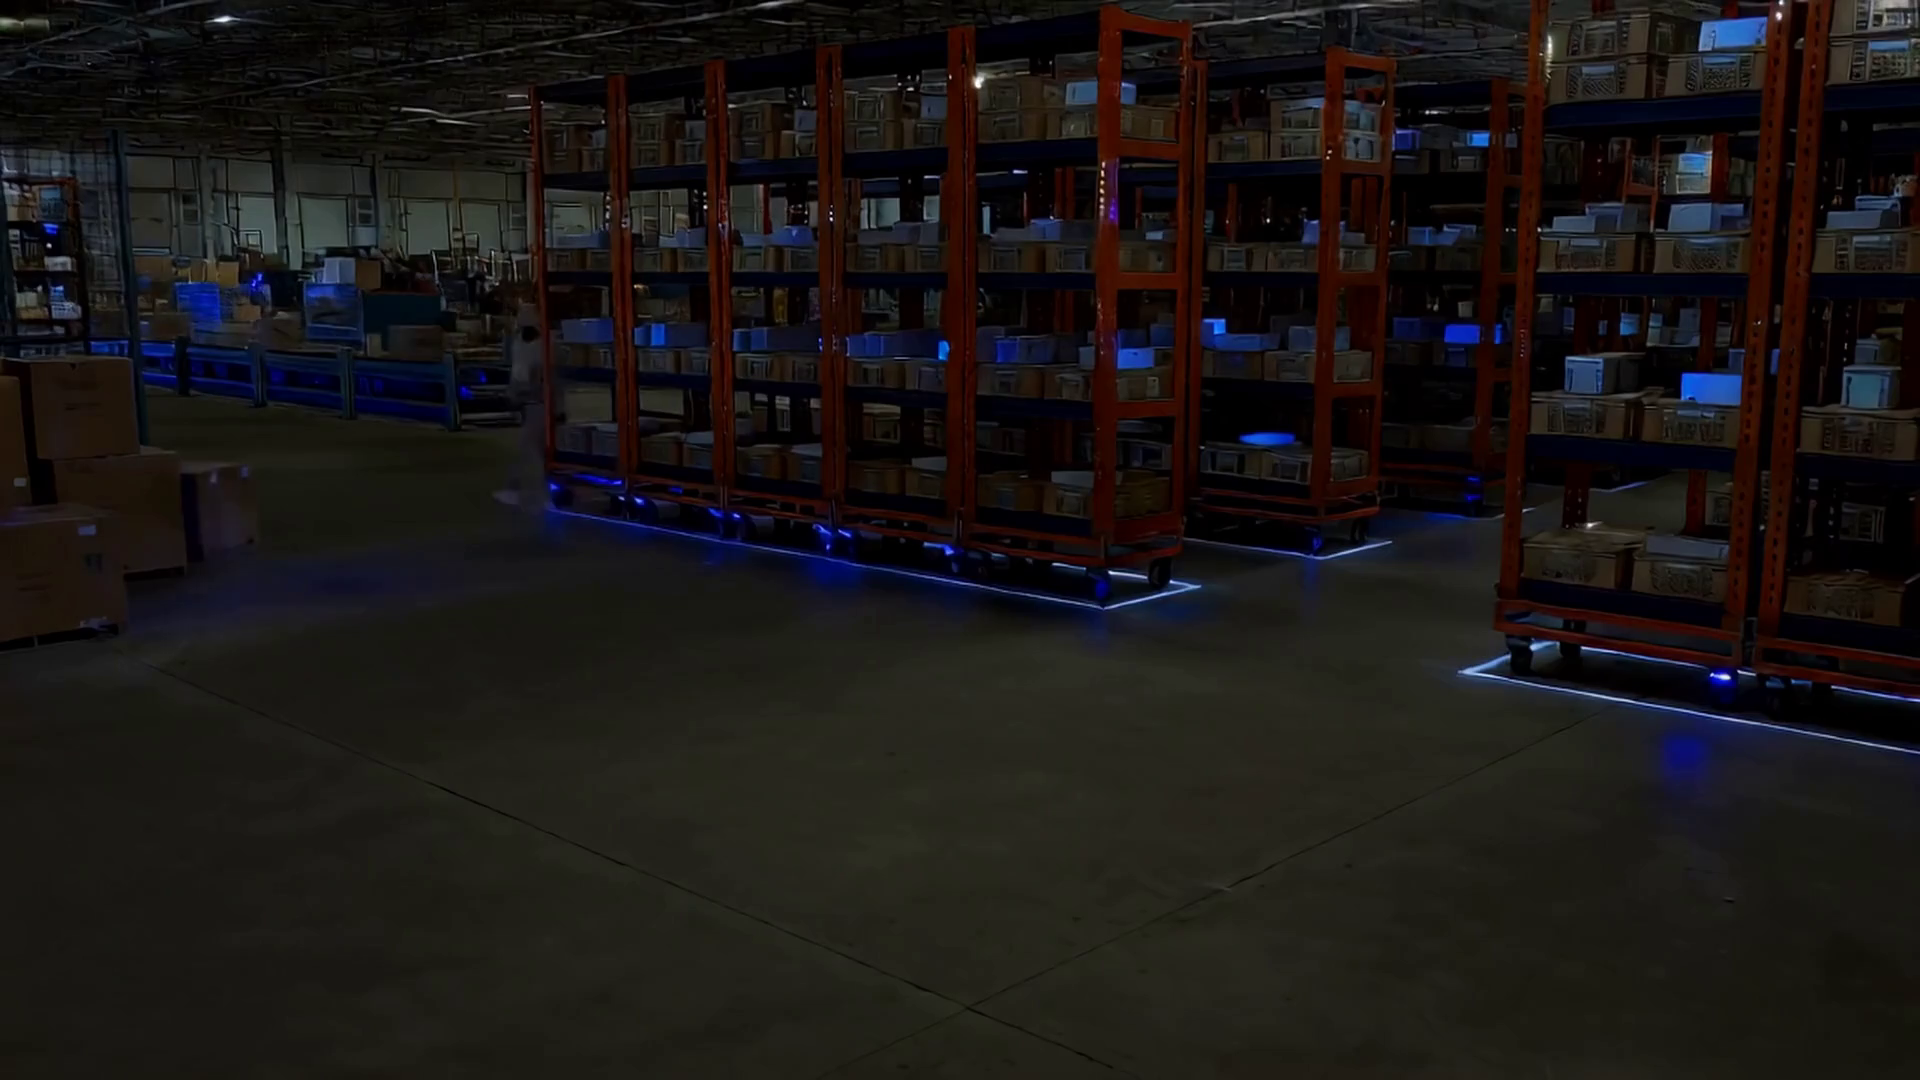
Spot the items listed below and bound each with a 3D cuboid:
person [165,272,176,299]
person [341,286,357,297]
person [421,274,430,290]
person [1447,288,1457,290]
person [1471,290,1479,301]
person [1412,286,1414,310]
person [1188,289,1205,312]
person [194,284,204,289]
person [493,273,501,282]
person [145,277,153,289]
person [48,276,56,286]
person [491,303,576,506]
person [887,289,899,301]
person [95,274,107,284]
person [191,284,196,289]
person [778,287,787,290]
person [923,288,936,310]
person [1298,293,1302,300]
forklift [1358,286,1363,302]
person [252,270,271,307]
[{"bbox_3d":[-27.741,-8.526,58.887,0.642,2.001,1.001,8,12,41],"label":"person"},{"bbox_3d":[-15.182,-5.601,41.553,0.506,1.815,1.018,5,10,26],"label":"person"},{"bbox_3d":[-18.206,-8.047,56.276,0.548,1.897,0.881,8,12,39],"label":"person"},{"bbox_3d":[17.822,-8.686,60.419,0.509,1.826,0.576,-8,12,-39],"label":"person"},{"bbox_3d":[7.025,-2.571,23.042,0.961,1.800,0.582,9,13,44],"label":"person"},{"bbox_3d":[6.592,-2.818,23.929,0.379,1.996,0.611,3,10,17],"label":"person"},{"bbox_3d":[3.618,-3.206,26.600,0.409,1.903,0.639,-5,10,-26],"label":"person"},{"bbox_3d":[-24.759,-7.635,53.915,0.922,1.841,0.572,-6,11,-32],"label":"person"},{"bbox_3d":[-26.537,-14.452,95.598,0.574,1.885,0.356,-6,11,-33],"label":"person"},{"bbox_3d":[-38.308,-11.590,78.669,0.544,1.687,0.420,9,13,43],"label":"person"},{"bbox_3d":[-44.538,-12.174,81.575,0.629,1.918,0.403,9,13,43],"label":"person"},{"bbox_3d":[-3.775,-1.204,14.725,0.972,1.770,0.611,-9,13,-43],"label":"person"},{"bbox_3d":[-2.323,-8.324,58.641,0.533,1.676,0.669,-8,12,-39],"label":"person"},{"bbox_3d":[-36.821,-10.493,71.455,0.429,1.846,0.625,1,9,3],"label":"person"},{"bbox_3d":[-38.310,-12.377,83.359,0.547,1.712,0.895,8,13,42],"label":"person"},{"bbox_3d":[-8.217,-11.624,78.191,0.550,1.914,0.722,7,12,39],"label":"person"},{"bbox_3d":[-1.104,-8.744,61.228,0.545,1.671,0.617,3,10,16],"label":"person"},{"bbox_3d":[12.230,-8.795,60.951,0.669,1.868,0.683,2,10,14],"label":"person"},{"bbox_3d":[11.100,-7.017,46.970,1.873,2.768,1.129,9,13,43],"label":"forklift"},{"bbox_3d":[-24.177,-8.357,57.753,0.537,2.000,0.682,4,10,24],"label":"person"}]
